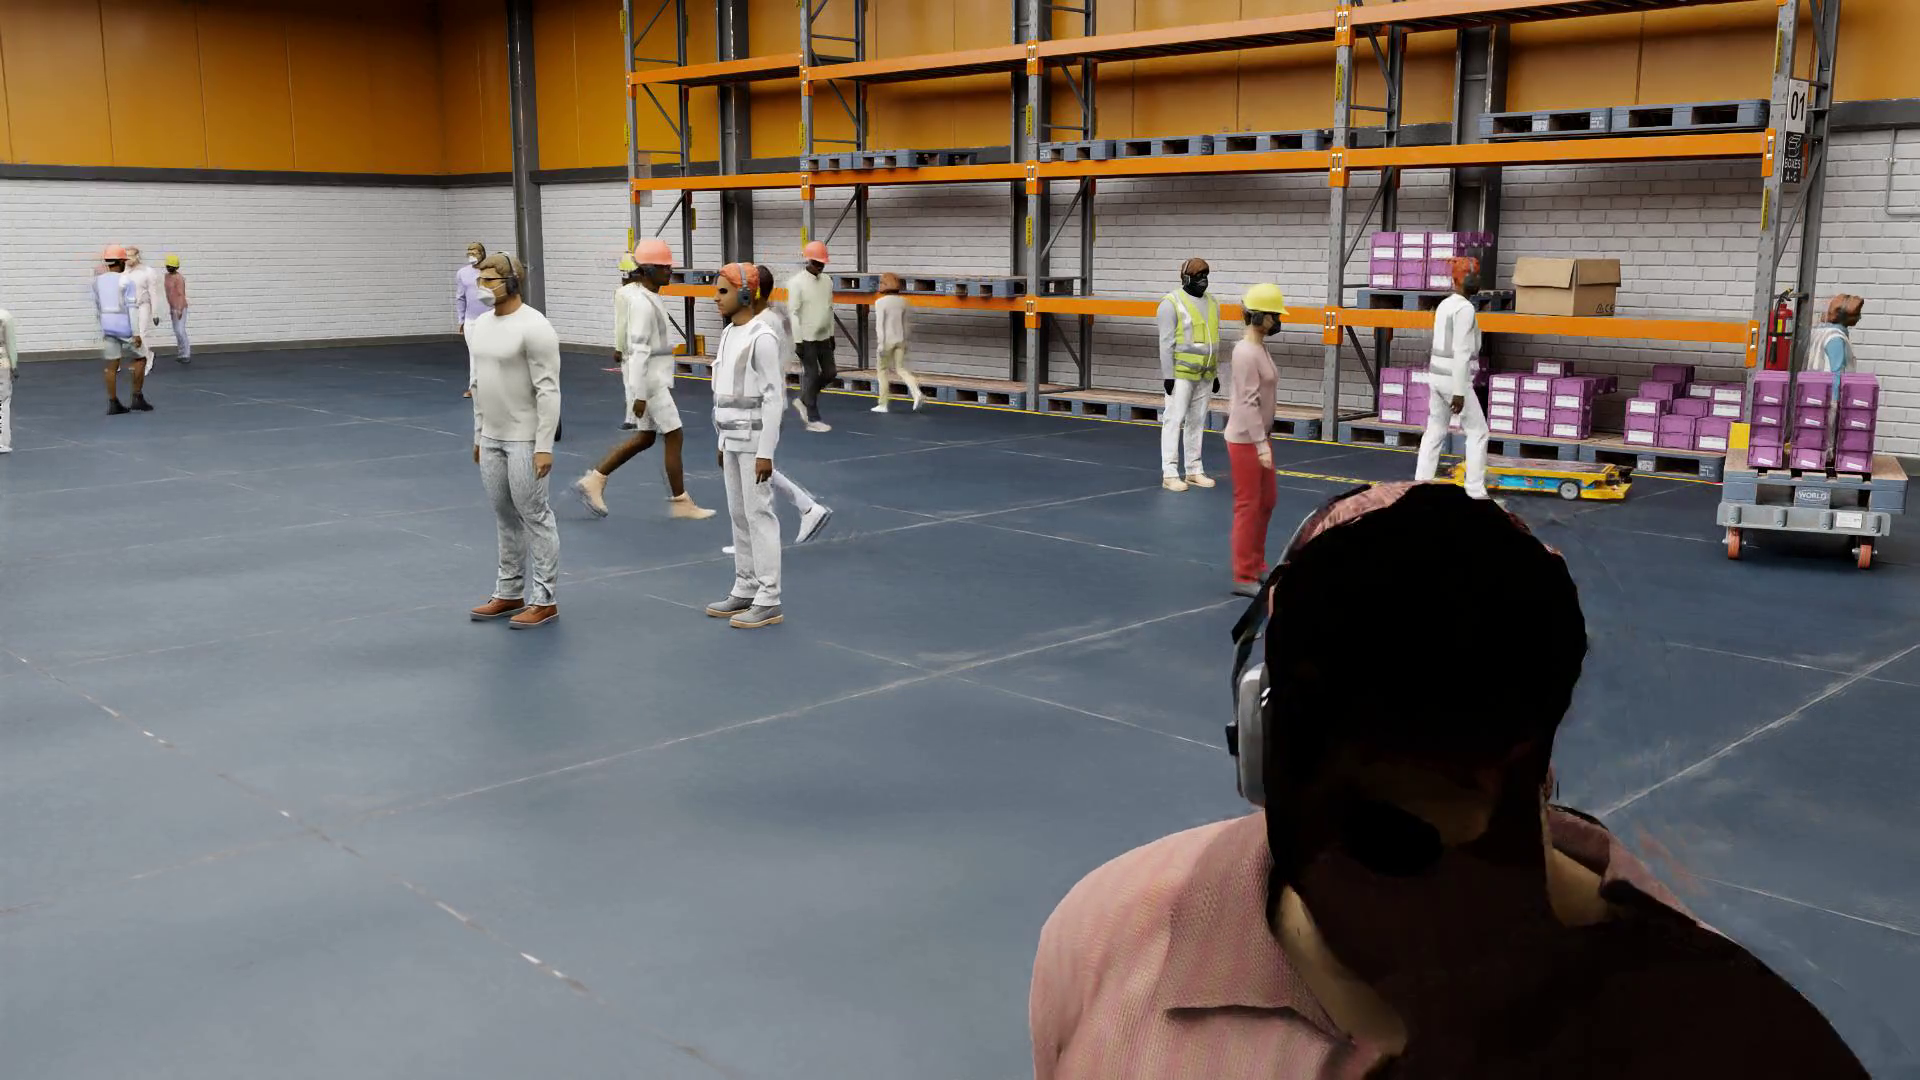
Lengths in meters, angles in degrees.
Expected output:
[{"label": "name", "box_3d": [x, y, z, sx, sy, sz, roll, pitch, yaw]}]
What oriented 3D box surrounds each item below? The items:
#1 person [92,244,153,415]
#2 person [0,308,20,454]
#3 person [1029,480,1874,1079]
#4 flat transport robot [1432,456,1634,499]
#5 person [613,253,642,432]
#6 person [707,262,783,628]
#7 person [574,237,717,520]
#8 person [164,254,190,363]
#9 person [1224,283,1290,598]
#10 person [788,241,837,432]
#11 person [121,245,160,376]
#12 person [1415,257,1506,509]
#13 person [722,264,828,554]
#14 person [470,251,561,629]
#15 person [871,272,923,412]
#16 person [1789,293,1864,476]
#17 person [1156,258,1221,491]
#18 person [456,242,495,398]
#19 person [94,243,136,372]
[{"label": "person", "box_3d": [-9.514, -2.394, 18.939, 0.591, 1.912, 0.678, 2, 11, 10]}, {"label": "person", "box_3d": [-8.923, -1.569, 15.244, 0.520, 1.625, 0.557, -4, 11, -19]}, {"label": "person", "box_3d": [0.344, 0.870, 1.237, 0.657, 1.891, 0.646, 9, 13, 39]}, {"label": "flat transport robot", "box_3d": [4.520, -0.504, 13.124, 1.431, 0.197, 0.652, 5, 12, 27]}, {"label": "person", "box_3d": [-3.373, -2.033, 17.198, 0.404, 1.833, 0.590, 5, 12, 27]}, {"label": "person", "box_3d": [-1.116, -0.490, 8.644, 0.342, 1.882, 0.587, -6, 12, -29]}, {"label": "person", "box_3d": [-2.250, -1.118, 11.736, 0.940, 2.017, 0.614, -2, 11, -8]}, {"label": "person", "box_3d": [-12.477, -3.666, 26.409, 0.697, 1.718, 0.367, 9, 14, 40]}, {"label": "person", "box_3d": [1.666, -0.544, 9.296, 0.359, 1.764, 0.540, 4, 11, 22]}, {"label": "person", "box_3d": [-1.525, -2.091, 17.153, 0.582, 1.964, 0.657, 8, 13, 37]}, {"label": "person", "box_3d": [-11.853, -3.304, 23.992, 0.667, 1.883, 0.706, 1, 10, 8]}, {"label": "person", "box_3d": [3.697, -1.121, 12.139, 0.810, 1.856, 0.601, -1, 10, -4]}, {"label": "person", "box_3d": [-1.203, -0.810, 10.503, 0.567, 1.849, 0.512, 0, 10, 2]}, {"label": "person", "box_3d": [-2.309, -0.512, 8.613, 0.627, 1.940, 0.375, 9, 14, 40]}, {"label": "person", "box_3d": [-0.726, -2.233, 18.903, 0.686, 1.610, 0.506, 10, 14, 43]}, {"label": "person", "box_3d": [6.376, -1.015, 12.262, 0.799, 1.606, 0.512, 6, 12, 30]}, {"label": "person", "box_3d": [1.852, -1.320, 13.288, 0.622, 1.844, 0.430, -8, 13, -36]}, {"label": "person", "box_3d": [-5.954, -2.727, 20.695, 0.635, 1.937, 0.354, 2, 11, 9]}, {"label": "person", "box_3d": [-12.532, -3.449, 24.721, 0.407, 1.908, 0.641, 8, 13, 36]}]
